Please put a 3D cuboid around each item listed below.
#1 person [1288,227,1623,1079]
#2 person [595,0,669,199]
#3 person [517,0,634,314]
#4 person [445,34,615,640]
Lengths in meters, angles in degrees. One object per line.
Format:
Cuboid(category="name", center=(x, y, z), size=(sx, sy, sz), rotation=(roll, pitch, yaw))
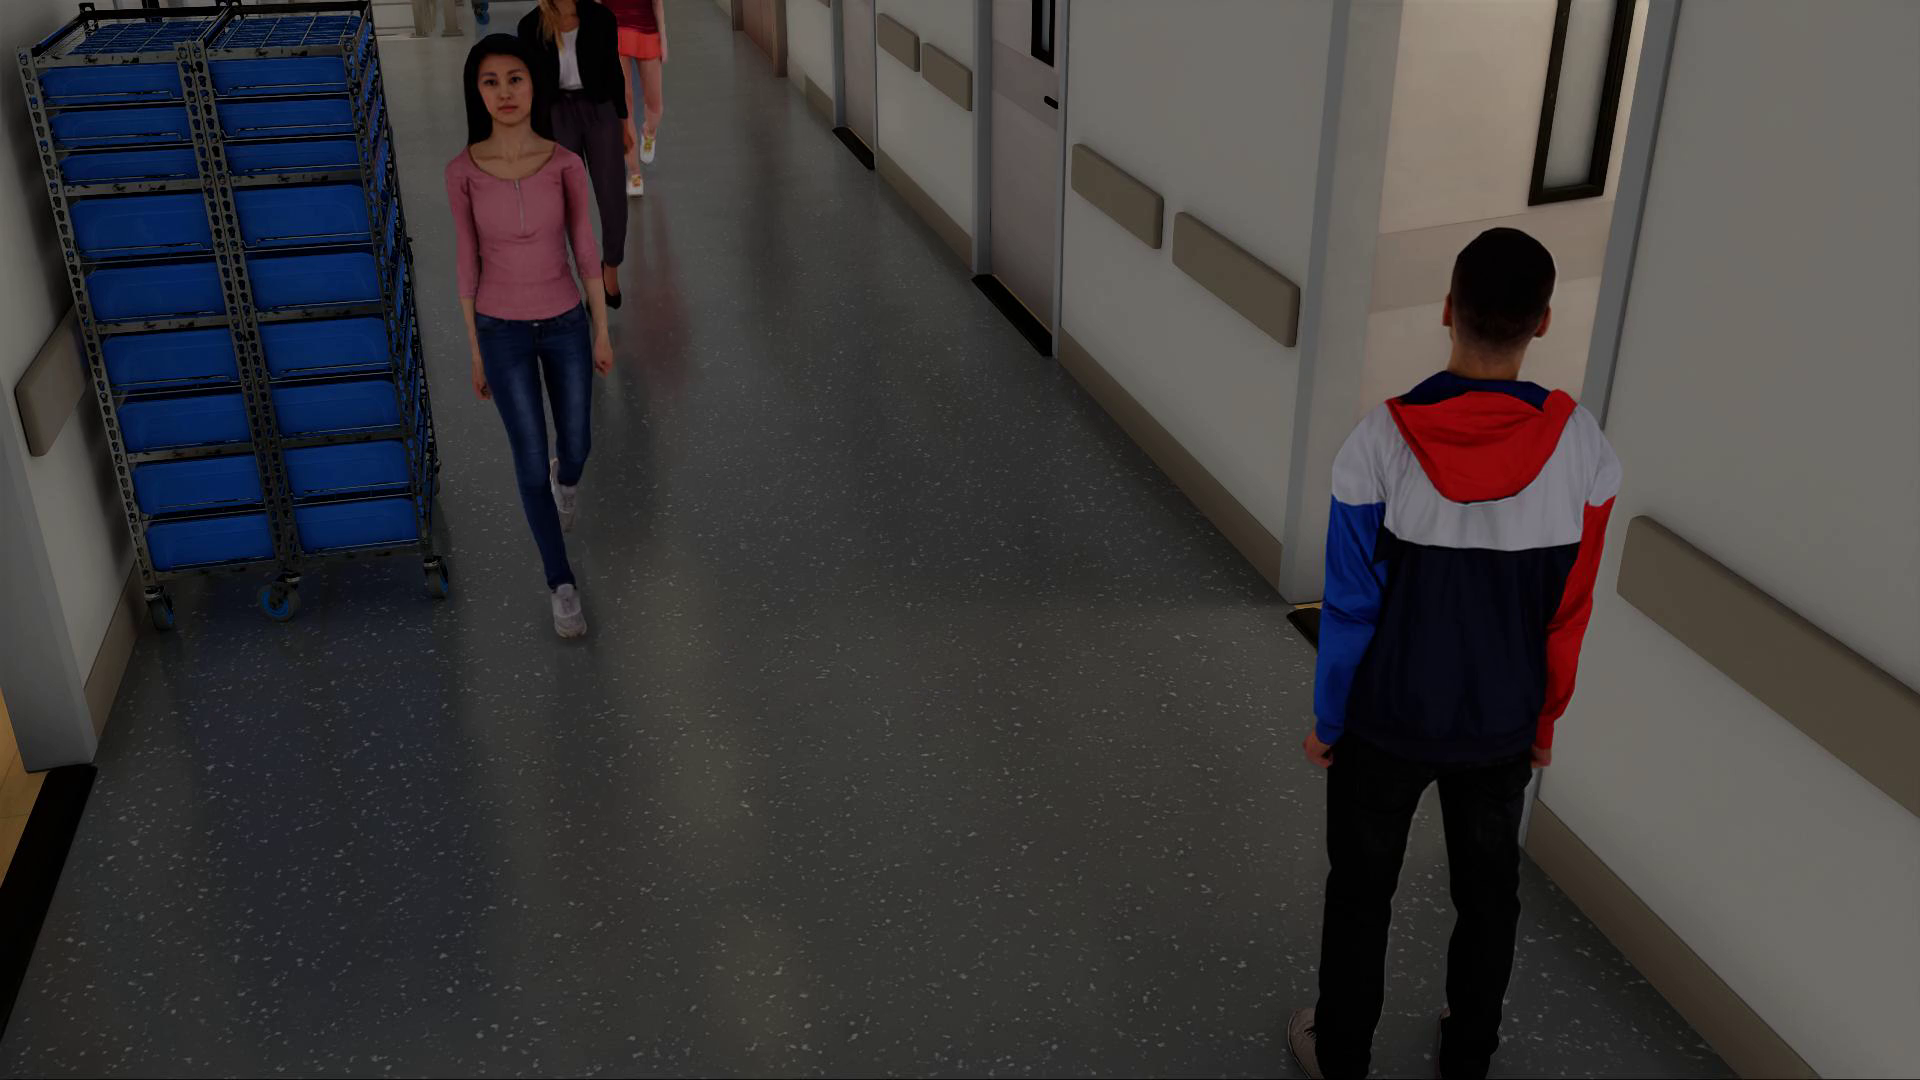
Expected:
Cuboid(category="person", center=(0.872, 0.298, 3.030), size=(0.695, 1.757, 0.638), rotation=(0, 26, 1))
Cuboid(category="person", center=(-1.929, -2.942, 9.785), size=(0.619, 1.727, 1.045), rotation=(-4, 26, -9))
Cuboid(category="person", center=(-1.735, -1.867, 7.632), size=(0.636, 1.659, 0.607), rotation=(-4, 26, -8))
Cuboid(category="person", center=(-1.269, -0.627, 4.989), size=(0.579, 1.721, 1.018), rotation=(-7, 27, -15))
